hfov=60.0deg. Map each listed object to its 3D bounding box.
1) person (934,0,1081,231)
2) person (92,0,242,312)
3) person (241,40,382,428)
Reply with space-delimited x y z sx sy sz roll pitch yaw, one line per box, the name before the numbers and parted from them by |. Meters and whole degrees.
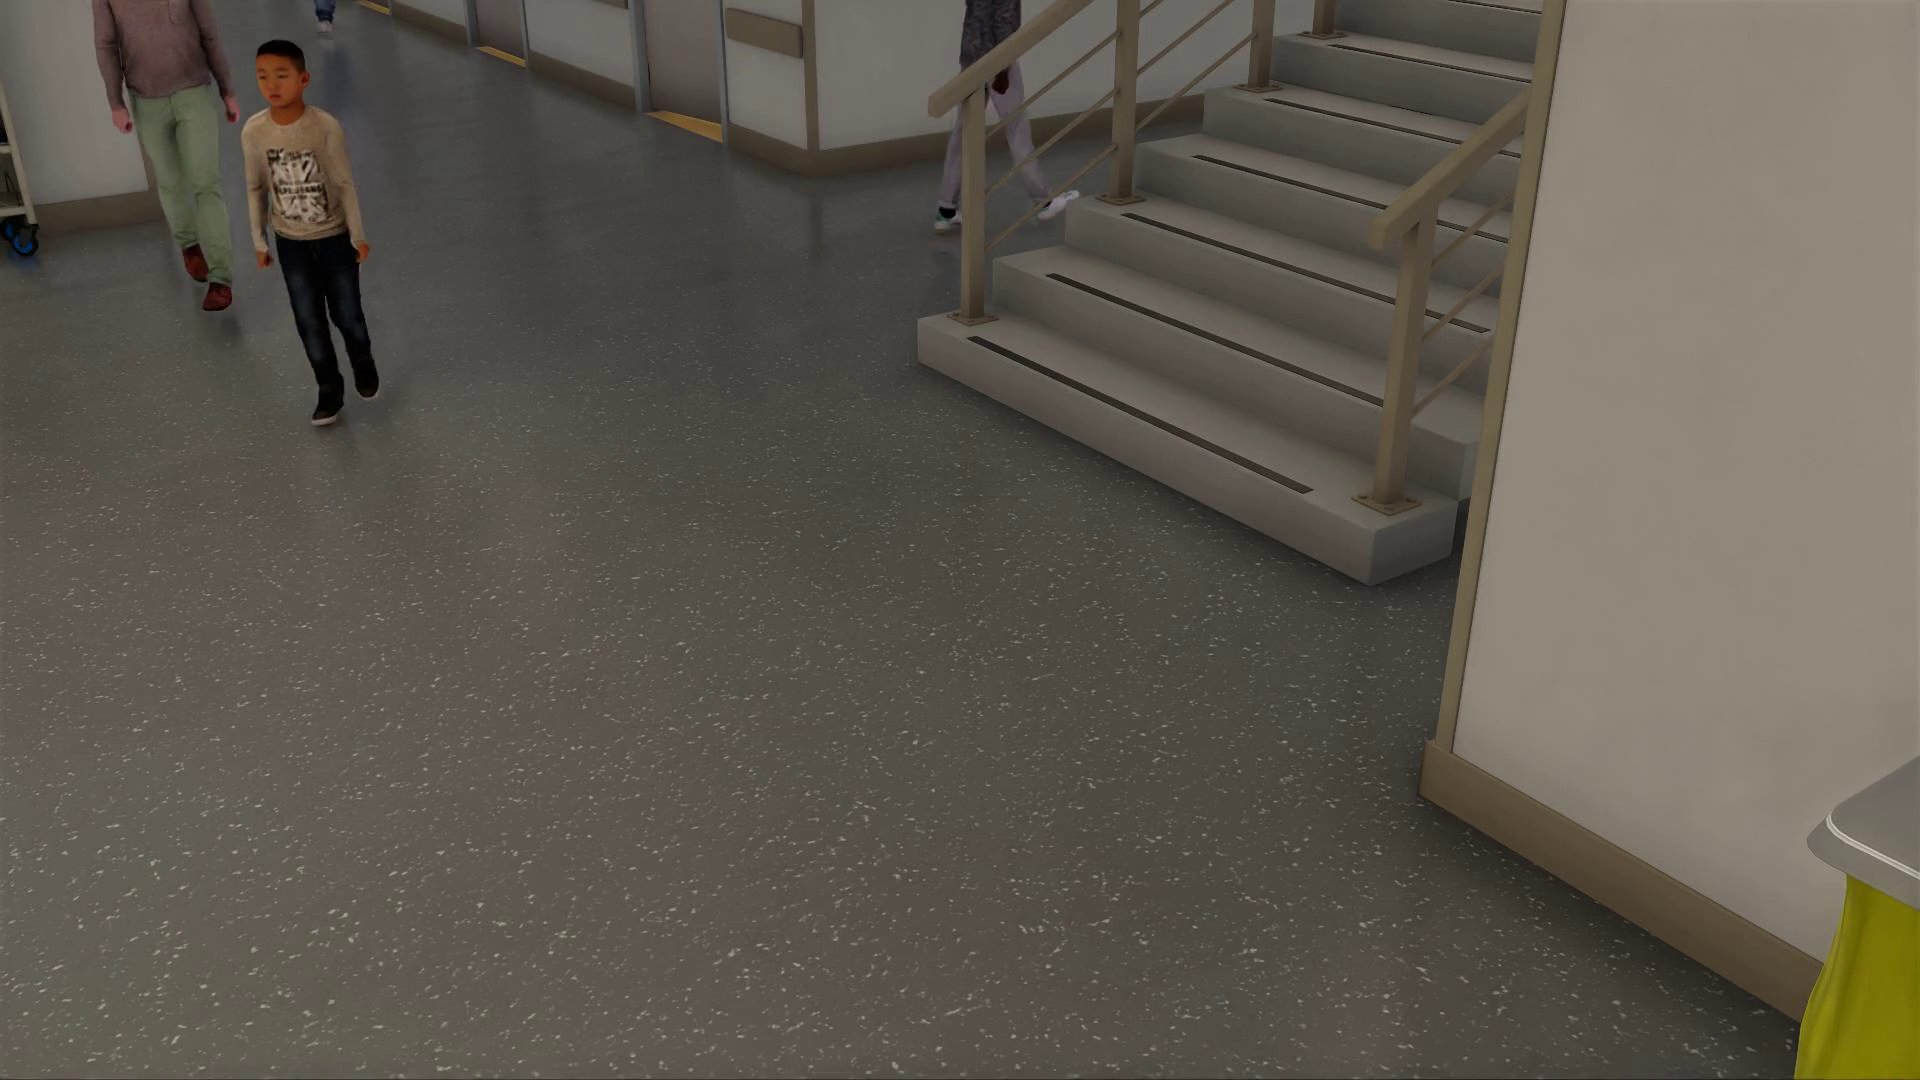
person | 0.073 -2.510 8.776 1.083 1.801 0.765 -14 29 -26
person | -3.665 -2.041 7.757 1.234 1.840 0.984 -10 28 -21
person | -2.475 -1.183 6.425 0.705 1.453 0.766 -2 26 -5
